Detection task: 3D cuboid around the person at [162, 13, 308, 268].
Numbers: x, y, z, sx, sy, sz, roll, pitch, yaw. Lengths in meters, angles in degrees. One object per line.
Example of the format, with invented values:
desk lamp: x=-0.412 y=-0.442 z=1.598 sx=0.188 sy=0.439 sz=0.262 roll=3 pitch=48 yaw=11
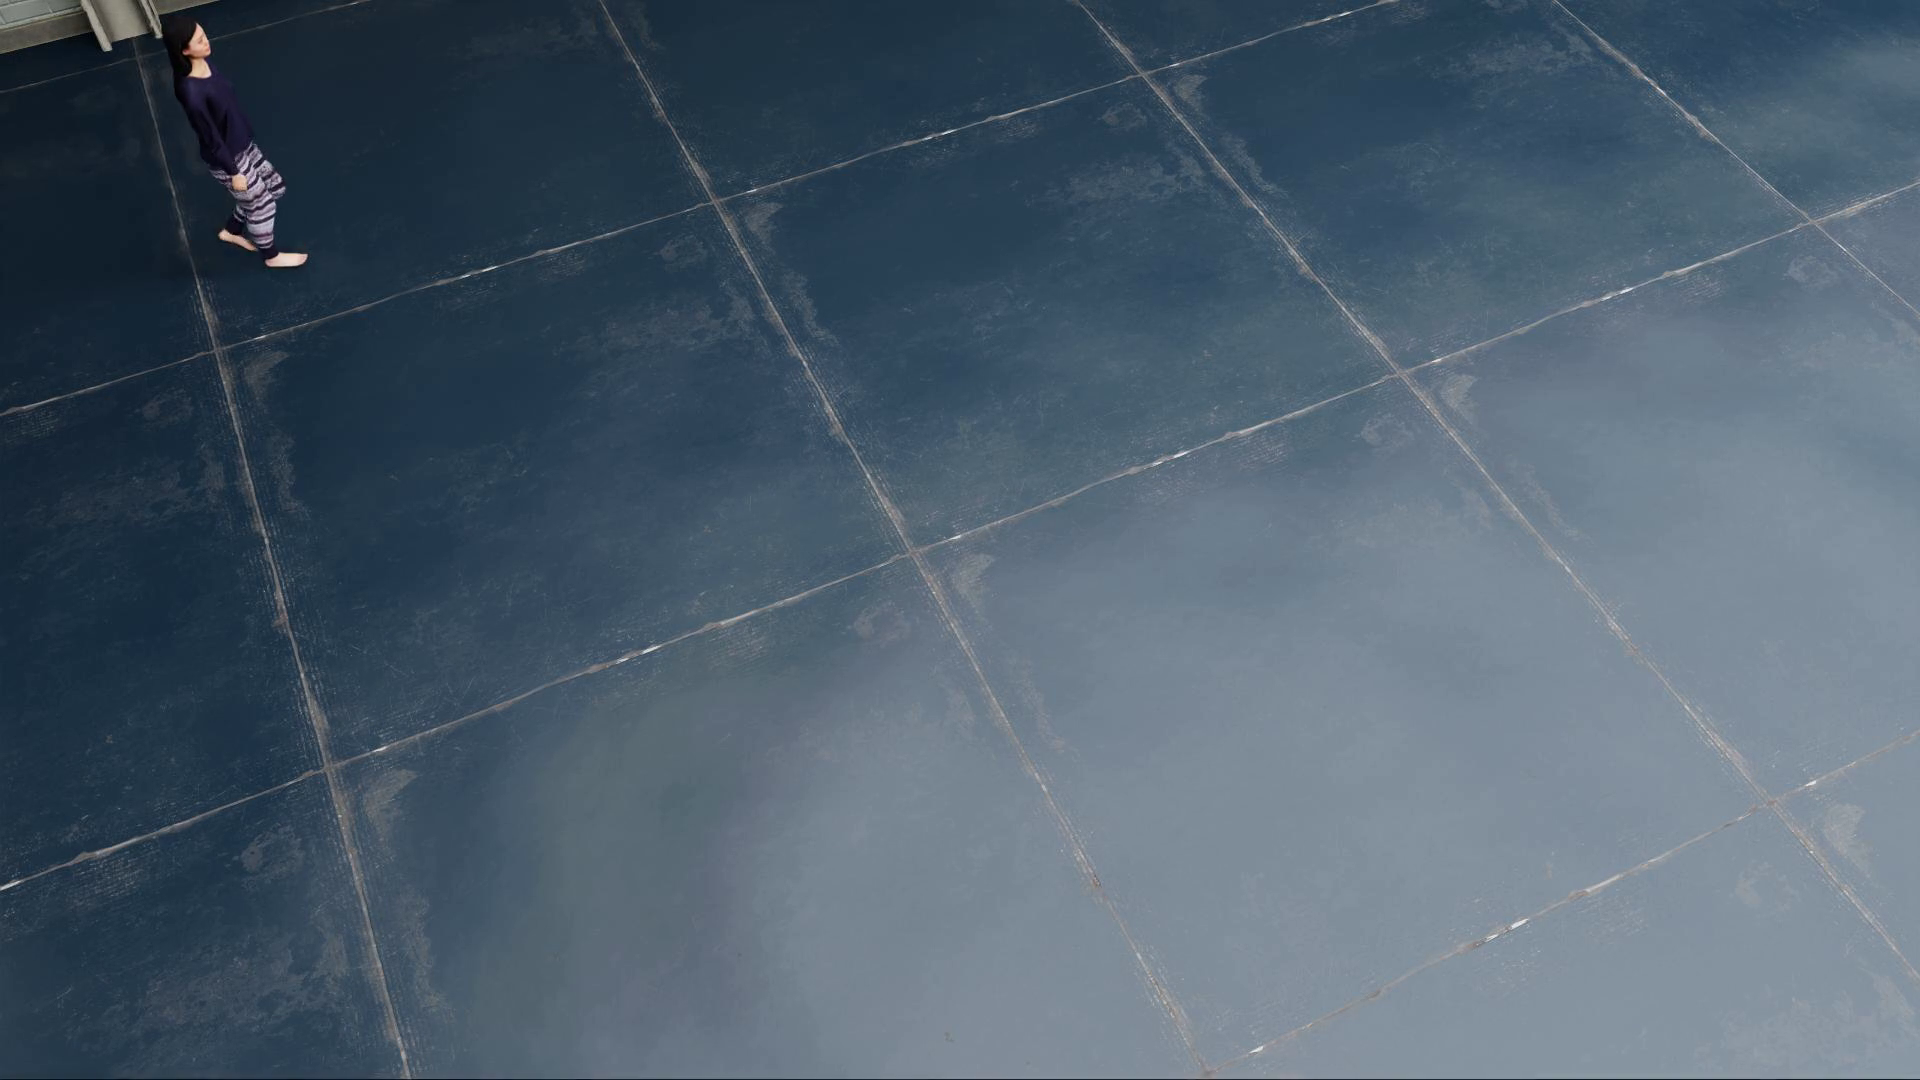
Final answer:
person: x=-4.128 y=-2.158 z=9.198 sx=0.748 sy=1.724 sz=0.703 roll=-10 pitch=53 yaw=-8
